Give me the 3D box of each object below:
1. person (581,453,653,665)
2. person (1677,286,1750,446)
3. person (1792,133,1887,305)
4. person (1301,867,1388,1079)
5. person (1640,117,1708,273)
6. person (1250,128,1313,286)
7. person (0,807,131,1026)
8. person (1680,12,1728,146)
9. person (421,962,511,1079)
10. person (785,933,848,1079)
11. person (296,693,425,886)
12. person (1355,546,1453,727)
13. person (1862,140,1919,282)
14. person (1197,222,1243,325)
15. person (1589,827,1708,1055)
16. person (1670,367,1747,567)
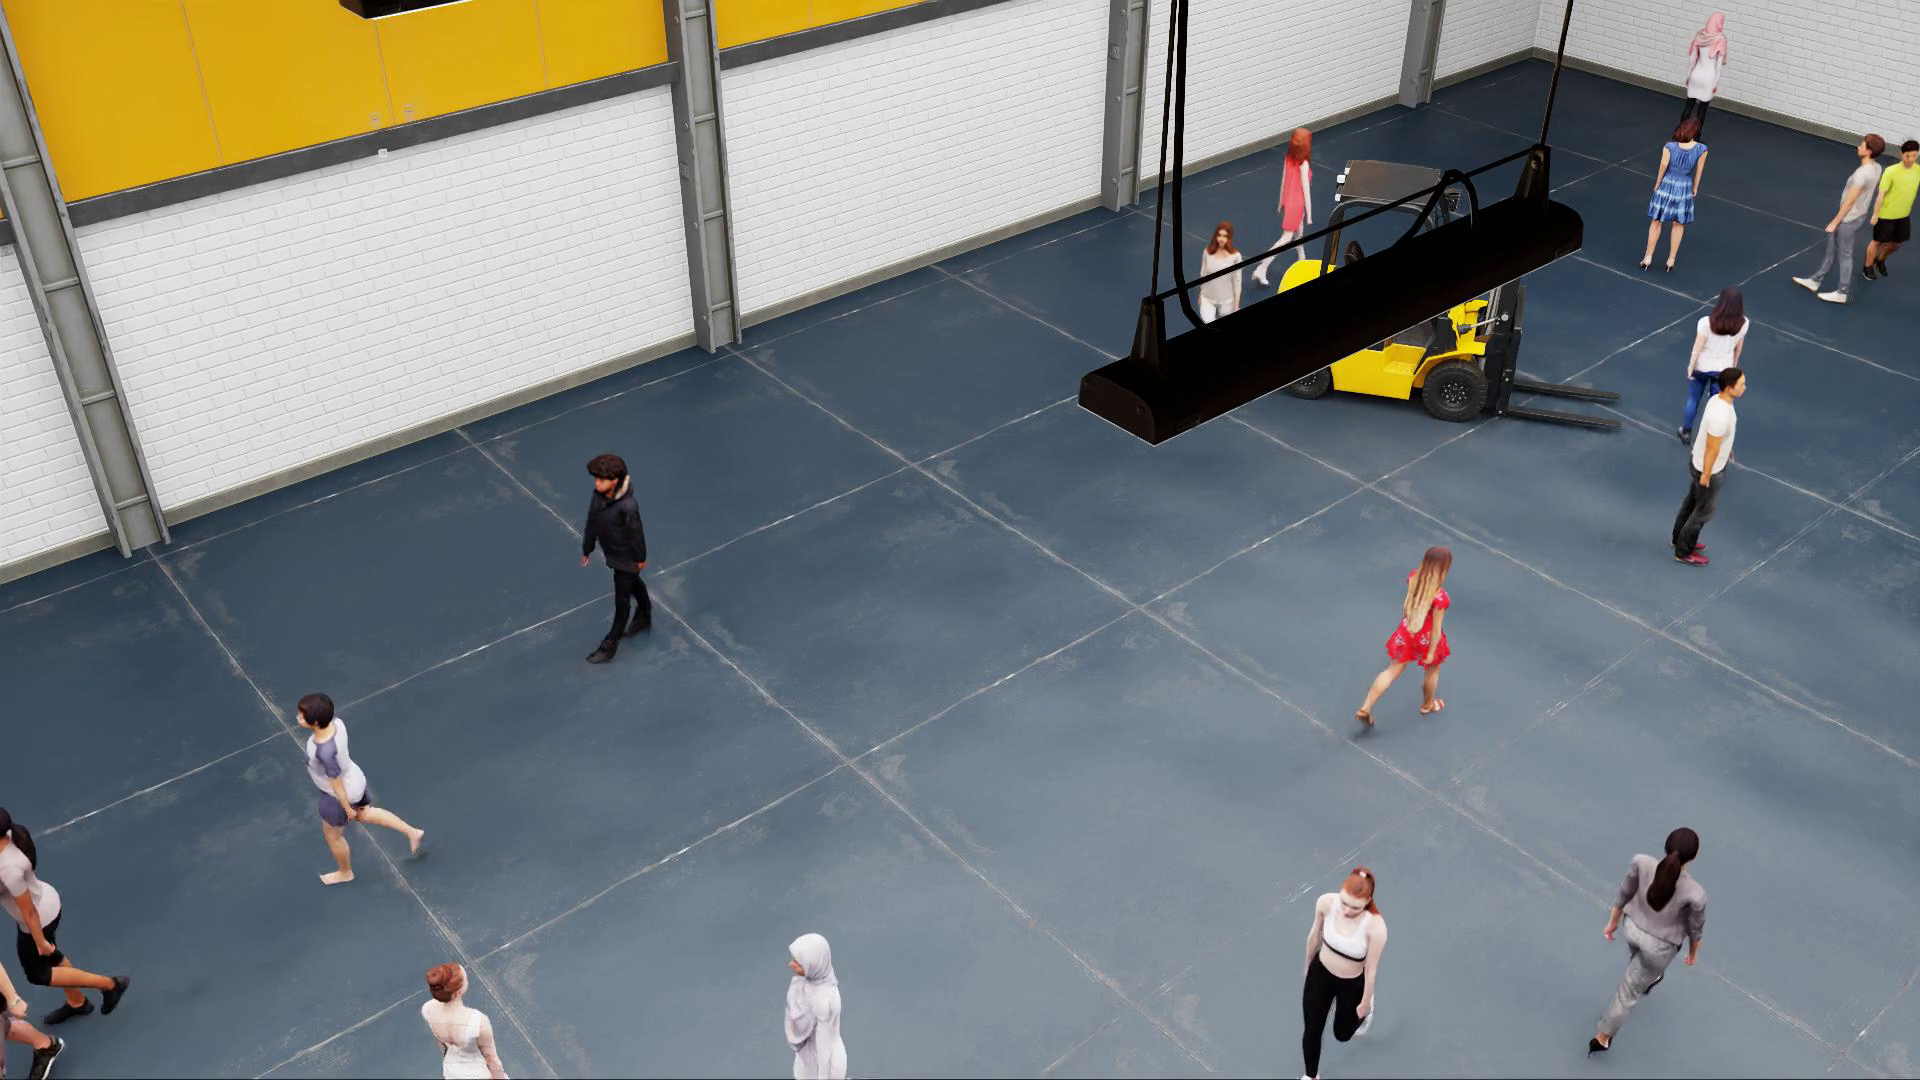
[{"bbox_3d":[-2.583,0.050,12.987,0.719,1.741,1.031,28,42,35],"label":"person"},{"bbox_3d":[6.998,-1.527,15.423,0.947,1.671,1.025,4,34,6],"label":"person"},{"bbox_3d":[9.796,-3.500,18.190,0.849,1.895,0.864,22,39,29],"label":"person"},{"bbox_3d":[2.190,2.455,9.380,0.693,1.728,1.017,28,43,35],"label":"person"},{"bbox_3d":[8.119,-3.927,18.911,0.753,1.806,0.771,8,34,12],"label":"person"},{"bbox_3d":[3.637,-3.661,18.530,1.186,1.786,0.889,-10,35,-14],"label":"person"},{"bbox_3d":[-5.333,2.194,9.768,0.829,1.734,0.712,-15,36,-21],"label":"person"},{"bbox_3d":[9.952,-6.165,22.281,0.564,1.803,0.610,-24,40,-31],"label":"person"},{"bbox_3d":[-2.597,2.896,8.665,0.756,1.785,0.861,12,36,18],"label":"person"},{"bbox_3d":[-0.668,2.760,8.894,1.101,1.759,0.882,-9,35,-14],"label":"person"},{"bbox_3d":[-3.955,1.598,10.836,1.002,1.544,0.847,-5,34,-7],"label":"person"},{"bbox_3d":[3.269,0.733,12.119,1.076,1.564,0.686,-18,38,-25],"label":"person"},{"bbox_3d":[10.466,-3.712,18.703,0.795,1.678,0.876,-7,34,-10],"label":"person"},{"bbox_3d":[2.640,-2.454,16.816,0.989,1.672,1.221,11,35,16],"label":"person"},{"bbox_3d":[3.920,2.367,9.598,1.064,1.633,0.654,-23,40,-31],"label":"person"},{"bbox_3d":[6.253,-0.664,14.009,0.820,1.799,0.706,12,36,18],"label":"person"}]
